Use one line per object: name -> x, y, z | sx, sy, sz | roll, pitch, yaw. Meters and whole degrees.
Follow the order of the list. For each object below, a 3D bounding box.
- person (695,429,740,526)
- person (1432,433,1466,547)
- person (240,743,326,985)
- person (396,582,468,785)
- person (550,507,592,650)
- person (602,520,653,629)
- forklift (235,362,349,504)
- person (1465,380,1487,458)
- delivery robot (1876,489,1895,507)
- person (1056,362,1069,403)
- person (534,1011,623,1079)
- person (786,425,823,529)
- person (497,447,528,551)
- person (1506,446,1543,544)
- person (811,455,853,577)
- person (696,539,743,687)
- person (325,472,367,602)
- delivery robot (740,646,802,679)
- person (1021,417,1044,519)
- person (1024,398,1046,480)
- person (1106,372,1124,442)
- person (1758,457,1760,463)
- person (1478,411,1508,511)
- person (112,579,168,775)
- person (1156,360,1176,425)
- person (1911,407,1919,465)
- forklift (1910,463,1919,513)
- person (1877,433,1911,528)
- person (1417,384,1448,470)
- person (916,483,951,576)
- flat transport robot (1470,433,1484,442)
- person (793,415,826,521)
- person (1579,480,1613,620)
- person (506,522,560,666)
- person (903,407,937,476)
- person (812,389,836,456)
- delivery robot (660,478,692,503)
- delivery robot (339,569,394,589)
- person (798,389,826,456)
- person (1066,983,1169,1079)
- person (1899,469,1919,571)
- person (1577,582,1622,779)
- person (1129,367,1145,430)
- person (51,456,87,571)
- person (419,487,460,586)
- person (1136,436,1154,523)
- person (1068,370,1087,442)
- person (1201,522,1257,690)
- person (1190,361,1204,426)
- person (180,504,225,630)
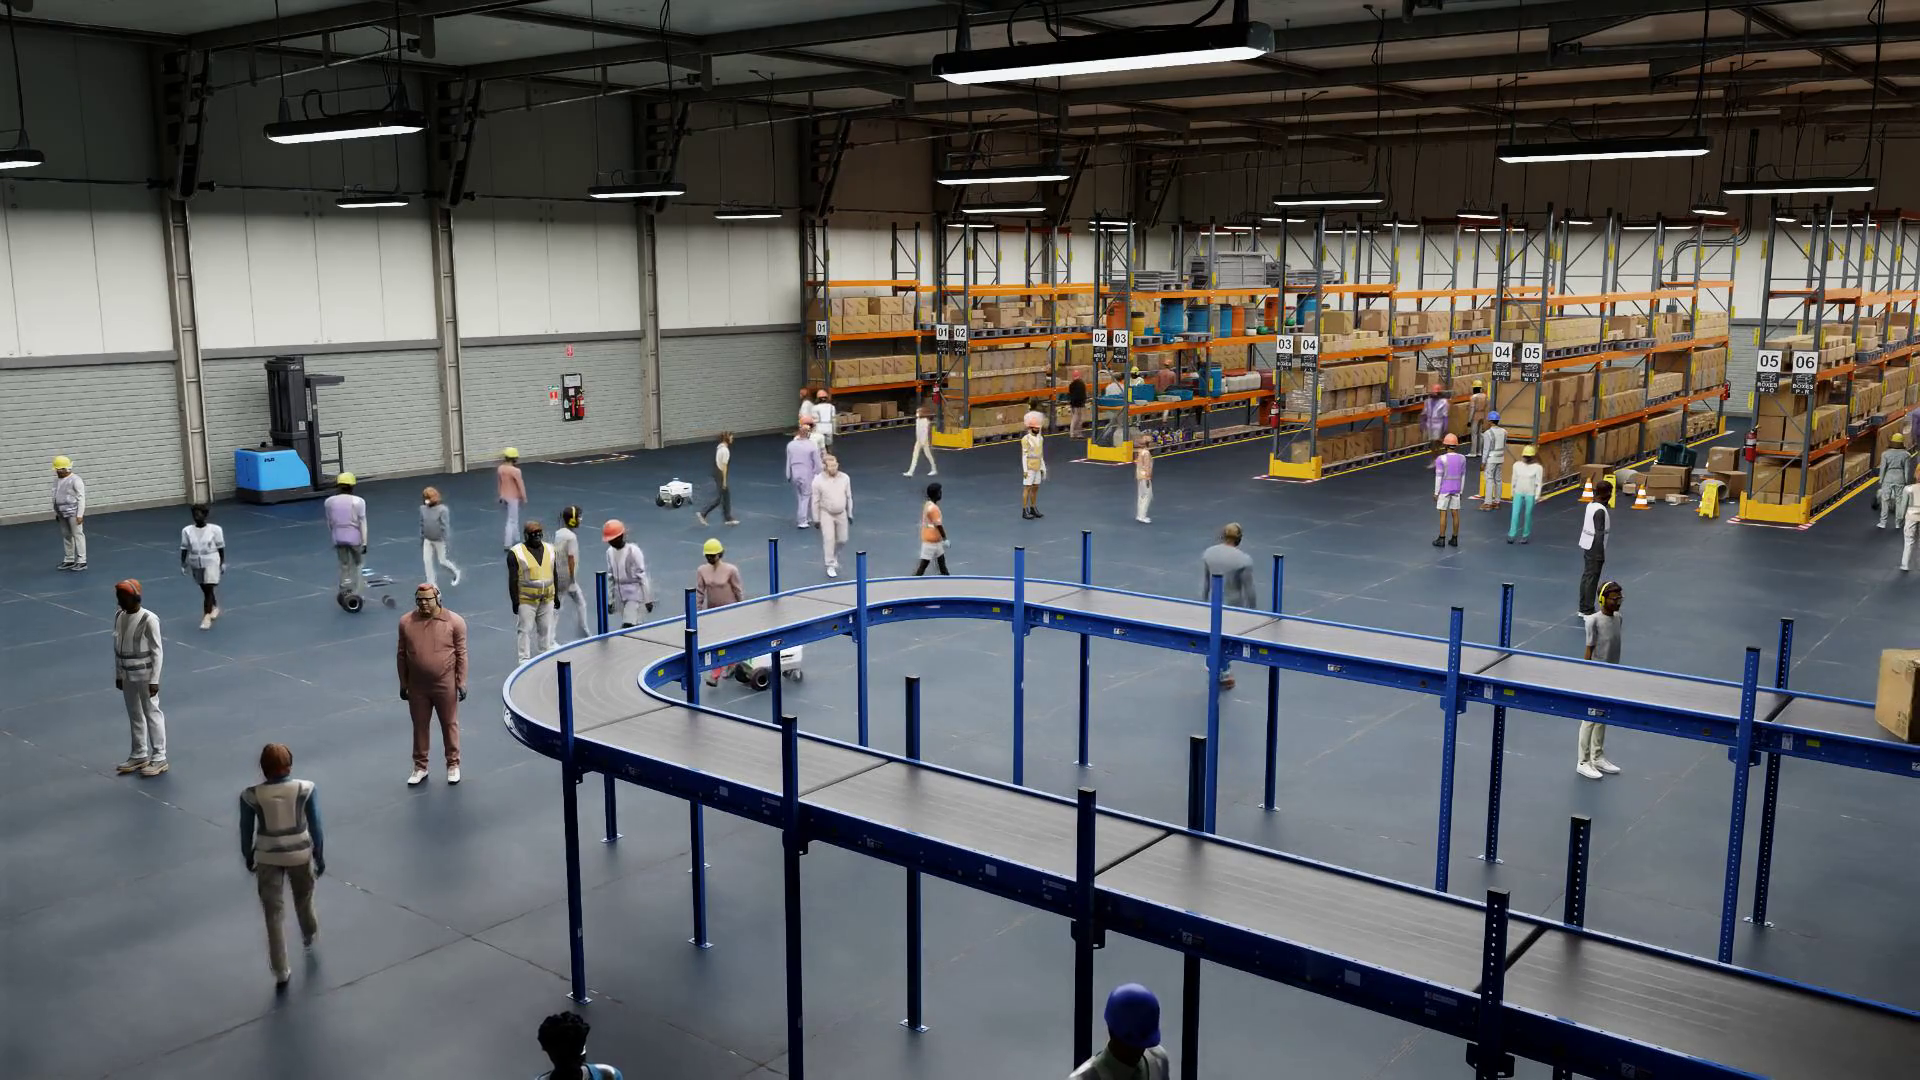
person -> -4.471, -1.132, 28.759 | 0.769, 1.815, 0.533 | -3, 11, -17
person -> 8.381, -0.859, 26.833 | 0.545, 1.942, 0.352 | -2, 10, -12
person -> -4.654, 2.171, 10.770 | 0.532, 1.580, 0.870 | -4, 11, -20
person -> -4.923, 1.332, 14.597 | 0.639, 1.910, 0.407 | -1, 10, -5
person -> -4.868, 0.478, 19.624 | 0.876, 1.821, 0.688 | -9, 13, -41
person -> -3.900, 0.692, 18.260 | 0.600, 1.882, 0.623 | 8, 13, 39
forklift -> -13.803, -2.244, 32.110 | 1.129, 2.768, 1.873 | 8, 13, 37
person -> 12.894, -3.029, 39.090 | 0.587, 1.927, 0.368 | -8, 13, -38
delivery robot -> 18.382, -0.905, 30.851 | 0.707, 0.478, 0.477 | -8, 13, -40
person -> 3.135, -4.567, 48.126 | 0.589, 1.794, 0.966 | 7, 12, 36
person -> -1.685, 2.828, 6.764 | 0.553, 1.695, 0.320 | -7, 12, -35
person -> -2.805, -1.177, 28.790 | 0.674, 1.875, 0.826 | 5, 11, 25
person -> -7.537, -0.712, 26.567 | 0.543, 1.741, 0.722 | 7, 12, 34
person -> 9.693, -0.759, 26.874 | 0.537, 1.712, 0.896 | 6, 12, 32
person -> -2.004, -0.393, 24.363 | 0.660, 1.887, 0.551 | -5, 11, -27
person -> -2.784, 0.820, 18.046 | 0.551, 1.714, 0.907 | 3, 11, 18
person -> -8.674, -0.012, 22.190 | 0.578, 1.901, 0.492 | -1, 10, -5
delivery robot -> -2.191, 1.358, 18.114 | 0.707, 0.478, 0.477 | -7, 12, -33
person -> 1.412, -1.379, 29.771 | 0.379, 1.936, 0.548 | 9, 14, 43
person -> 1.676, -2.232, 34.811 | 0.515, 1.855, 0.714 | -4, 11, -23
person -> 4.196, -3.527, 41.910 | 0.638, 1.927, 0.566 | 5, 11, 28
person -> 18.485, -2.413, 36.024 | 0.422, 1.797, 0.807 | 3, 11, 17
person -> 10.472, -1.560, 30.759 | 0.604, 1.949, 0.389 | -6, 12, -32
person -> -7.821, 1.294, 14.875 | 0.574, 1.886, 0.356 | 5, 11, 24
person -> 6.250, -4.443, 47.040 | 0.643, 1.927, 1.062 | 5, 11, 28
person -> 21.755, -2.333, 35.210 | 0.638, 1.917, 0.744 | 7, 12, 35
forklift -> 19.034, -1.348, 28.998 | 2.313, 2.155, 1.214 | 8, 13, 37
person -> 17.109, -1.087, 28.674 | 0.484, 1.745, 0.296 | 4, 11, 19
person -> 11.059, -2.641, 36.700 | 0.937, 2.005, 0.636 | -8, 13, -40
person -> -0.306, -0.003, 22.815 | 0.859, 1.653, 0.539 | -1, 10, -5
flat transport robot -> 14.688, -2.803, 42.599 | 1.431, 0.197, 0.652 | -4, 11, -23
person -> -2.840, -1.365, 29.581 | 0.628, 1.989, 1.070 | -2, 10, -12
person -> 8.648, 0.136, 21.315 | 0.391, 1.915, 0.587 | 2, 10, 10
person -> -4.981, 0.695, 18.371 | 0.620, 1.845, 0.429 | -9, 13, -41
person -> -0.872, -2.237, 35.579 | 0.877, 1.581, 0.519 | -7, 12, -33
person -> -3.176, -2.538, 36.349 | 0.538, 1.915, 0.435 | -4, 11, -23
delivery robot -> -5.705, -1.003, 31.403 | 0.477, 0.478, 0.707 | 5, 11, 27
delivery robot -> -8.372, 0.529, 22.048 | 0.698, 0.223, 0.335 | -6, 12, -30
person -> -3.619, -2.689, 37.372 | 0.738, 1.865, 0.584 | 0, 10, -1
person -> 0.664, 2.750, 6.518 | 0.605, 1.943, 0.402 | -10, 14, -43
person -> 15.080, -0.312, 24.612 | 0.523, 1.636, 0.310 | 5, 11, 25
person -> 6.108, 1.309, 14.837 | 0.526, 1.871, 0.324 | -7, 12, -35
person -> 5.078, -4.131, 45.553 | 0.589, 1.834, 0.403 | 9, 13, 40
person -> -14.103, -0.427, 24.739 | 0.586, 1.824, 0.404 | 4, 11, 24
person -> -7.674, -0.005, 23.002 | 0.504, 1.604, 0.676 | 3, 11, 17
person -> 3.471, -1.143, 29.319 | 0.331, 1.625, 0.563 | -1, 10, -8
person -> 3.252, -3.655, 42.597 | 0.768, 1.949, 0.389 | -10, 14, -43
person -> 3.116, 0.741, 17.875 | 0.666, 1.923, 0.590 | 9, 14, 42
person -> 7.179, -4.376, 46.711 | 0.613, 1.909, 1.015 | 5, 11, 26
person -> -10.165, 0.318, 21.049 | 0.534, 1.659, 0.889 | -1, 10, -6
